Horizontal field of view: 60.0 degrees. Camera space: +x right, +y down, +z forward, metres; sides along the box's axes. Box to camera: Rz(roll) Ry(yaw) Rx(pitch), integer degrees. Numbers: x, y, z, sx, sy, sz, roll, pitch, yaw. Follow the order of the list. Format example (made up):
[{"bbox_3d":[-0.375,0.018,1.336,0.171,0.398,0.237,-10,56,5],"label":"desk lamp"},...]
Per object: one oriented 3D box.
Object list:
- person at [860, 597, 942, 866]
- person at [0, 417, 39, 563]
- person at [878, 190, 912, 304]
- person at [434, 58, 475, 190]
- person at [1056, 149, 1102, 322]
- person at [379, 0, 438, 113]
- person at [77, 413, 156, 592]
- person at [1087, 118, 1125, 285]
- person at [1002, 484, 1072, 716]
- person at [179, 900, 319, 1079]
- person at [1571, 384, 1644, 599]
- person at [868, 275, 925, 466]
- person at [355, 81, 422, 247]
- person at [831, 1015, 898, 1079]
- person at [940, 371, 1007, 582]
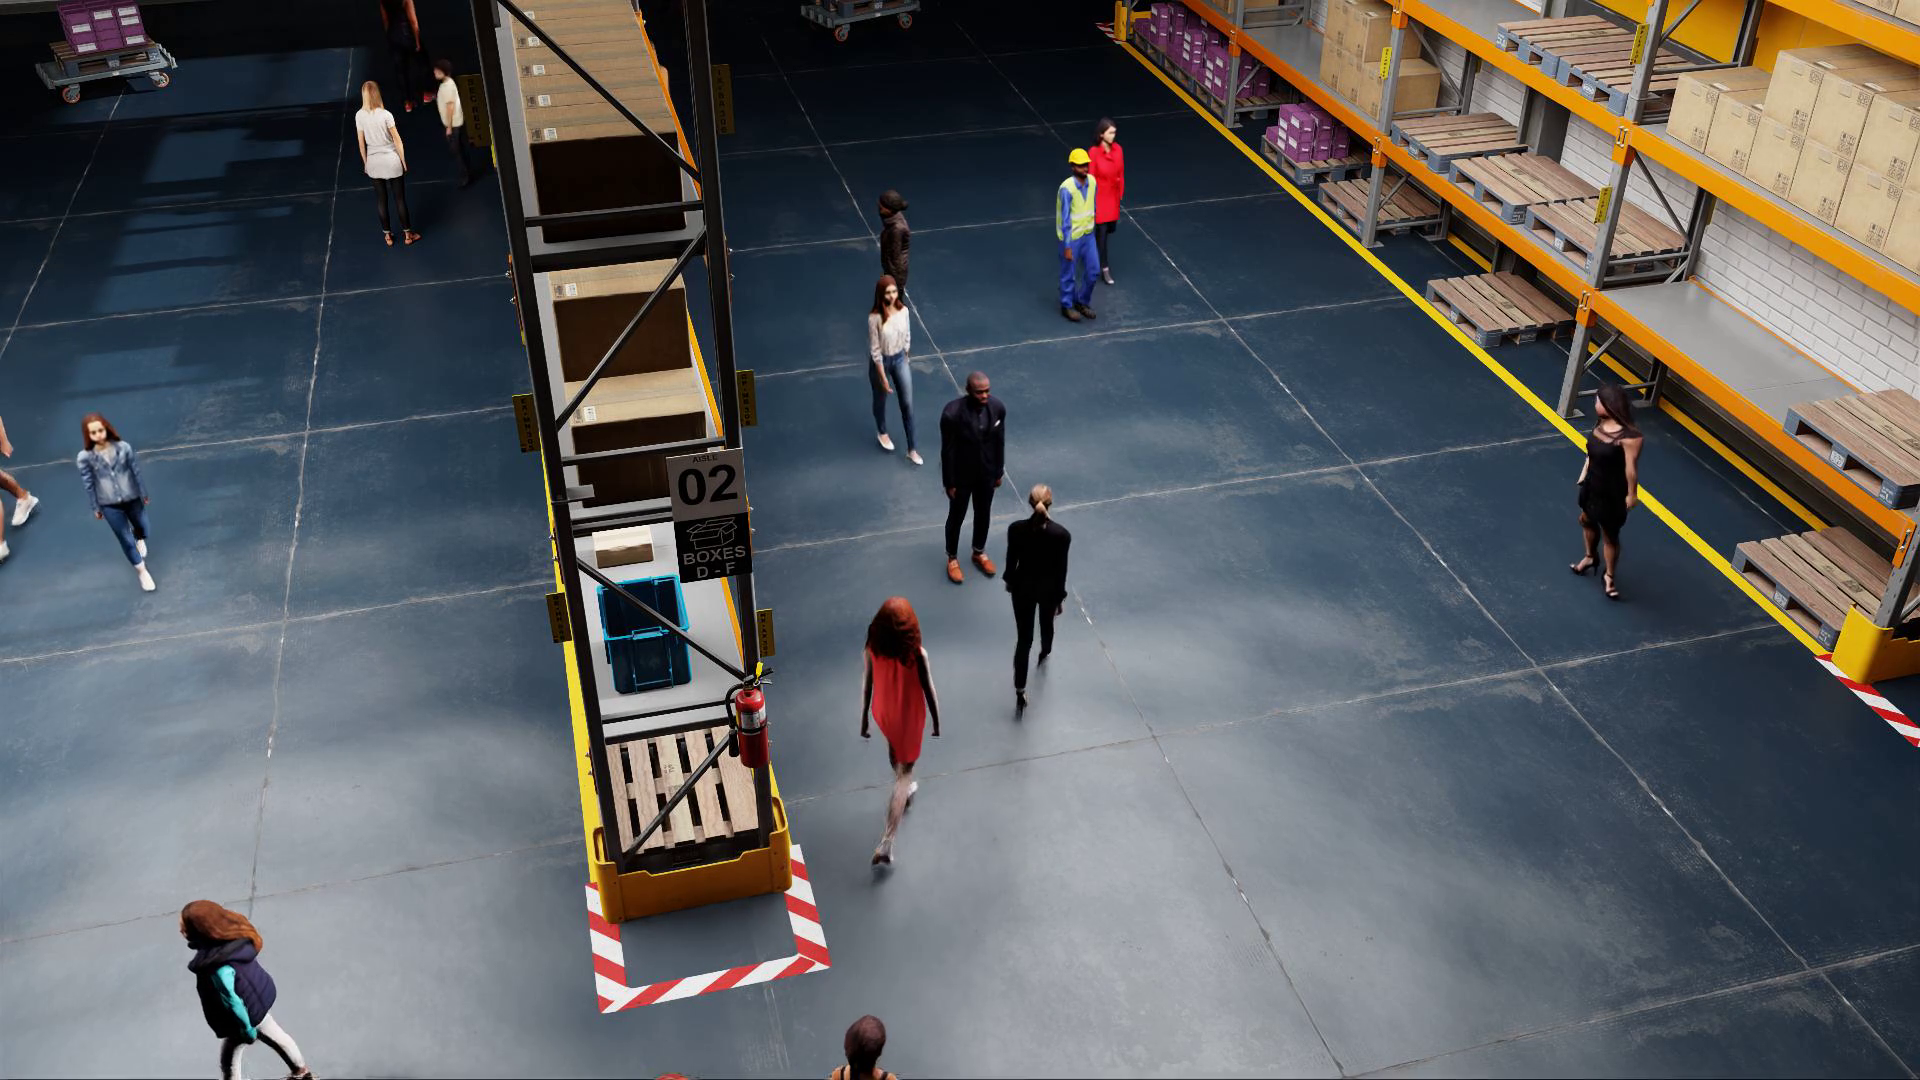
[{"bbox_3d":[-0.405,1.201,10.233,1.020,1.787,1.221,10,35,15],"label":"person"},{"bbox_3d":[-7.778,-0.802,13.212,0.931,1.827,1.299,1,34,1],"label":"person"},{"bbox_3d":[-0.617,-2.586,16.044,0.634,1.662,0.583,10,35,15],"label":"person"},{"bbox_3d":[-5.980,-4.938,19.670,0.787,1.564,0.442,-1,34,-1],"label":"person"},{"bbox_3d":[1.120,-3.061,16.635,0.774,1.799,0.783,-21,39,-29],"label":"person"},{"bbox_3d":[-7.337,-6.521,21.845,0.882,1.794,0.992,5,34,7],"label":"person"},{"bbox_3d":[-6.492,-0.328,12.824,0.744,1.465,0.899,-22,40,-30],"label":"person"},{"bbox_3d":[1.483,-3.605,17.508,0.769,1.738,0.954,-19,38,-26],"label":"person"},{"bbox_3d":[0.501,0.439,11.495,0.931,1.660,1.174,5,34,8],"label":"person"},{"bbox_3d":[-3.682,2.421,8.685,0.674,1.470,0.826,-11,35,-16],"label":"person"},{"bbox_3d":[4.997,-0.350,12.662,0.786,1.682,0.524,-16,37,-22],"label":"person"},{"bbox_3d":[-0.662,-1.537,14.427,0.648,1.705,0.976,-13,36,-19],"label":"person"},{"bbox_3d":[-6.299,-4.110,18.189,0.652,1.825,0.590,-2,34,-3],"label":"person"},{"bbox_3d":[-0.445,2.935,7.851,0.896,1.537,1.106,10,35,15],"label":"person"},{"bbox_3d":[0.082,-0.510,12.785,0.717,1.811,0.647,-13,36,-19],"label":"person"}]
